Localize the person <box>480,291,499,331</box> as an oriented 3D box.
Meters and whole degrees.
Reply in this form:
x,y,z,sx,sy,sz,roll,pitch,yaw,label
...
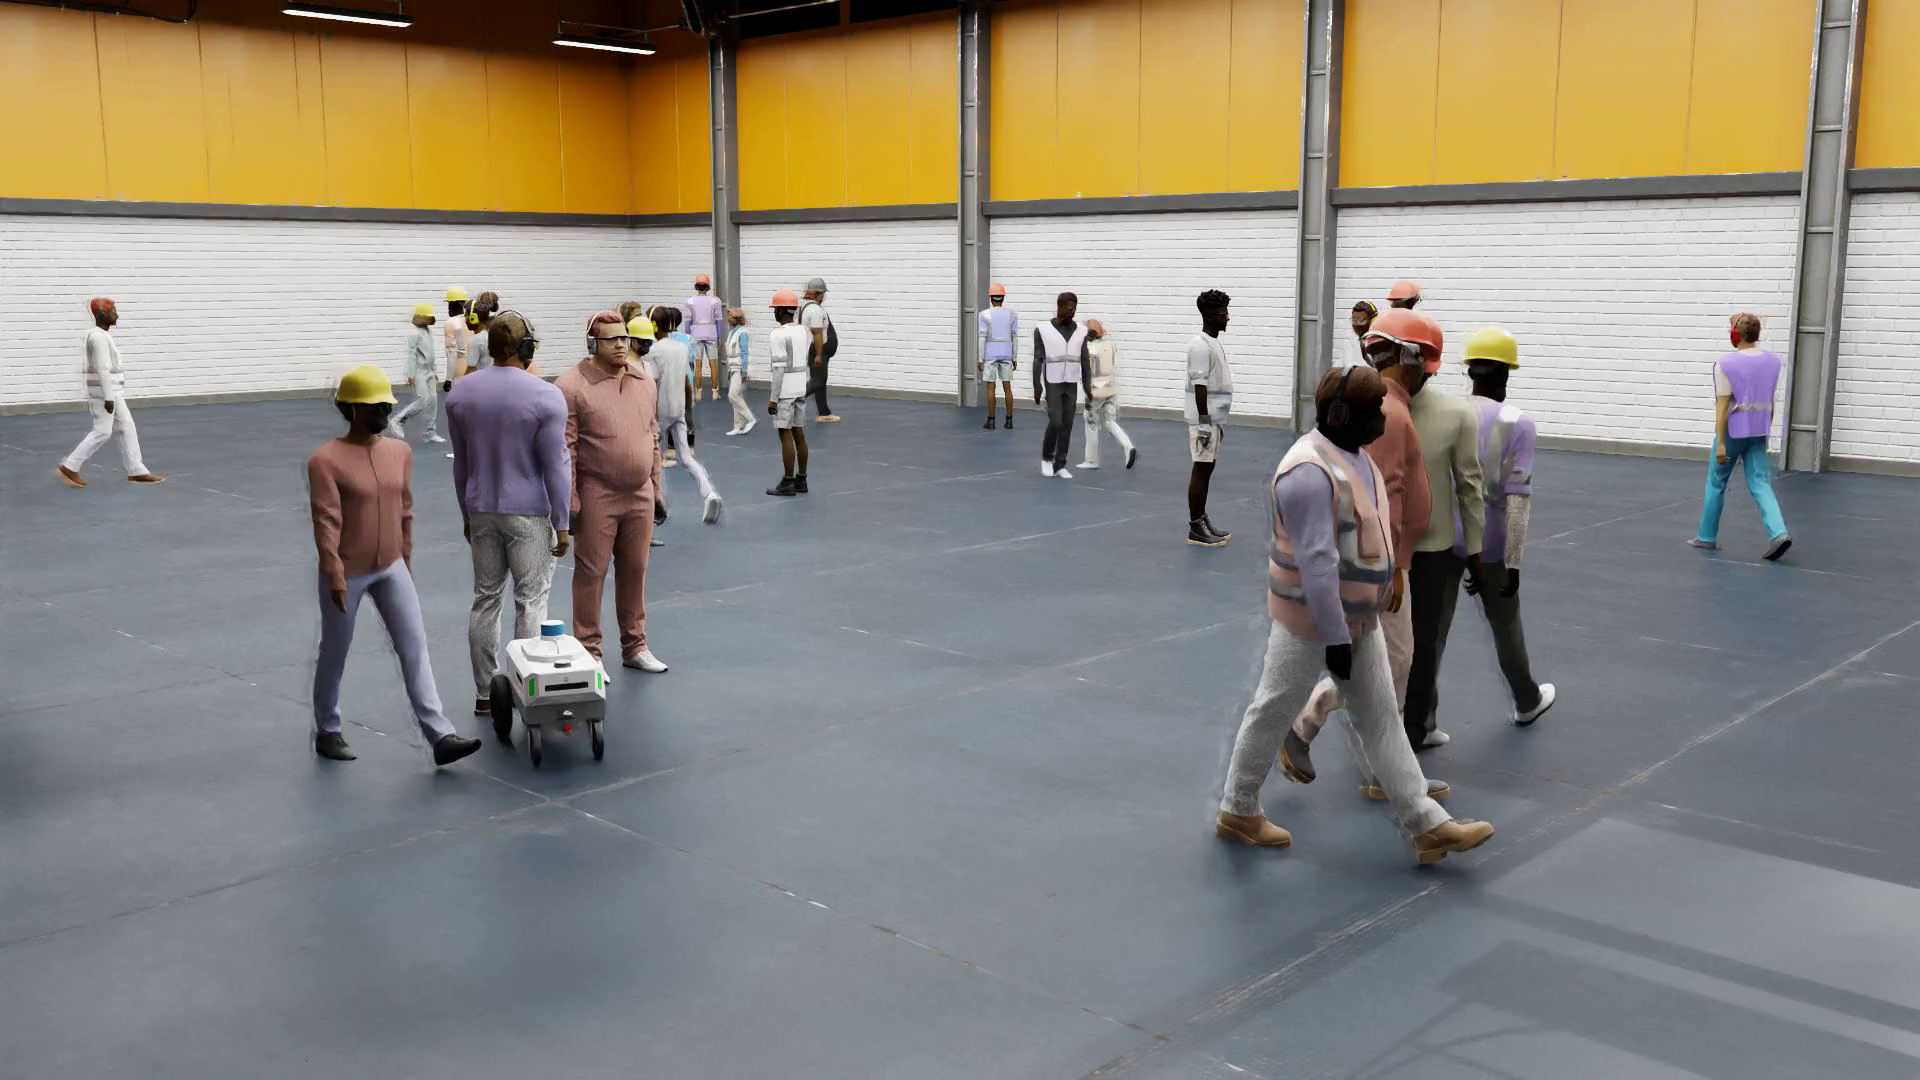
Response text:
x,y,z,sx,sy,sz,roll,pitch,yaw,label
-6.295,-2.466,22.641,0.901,1.802,0.659,-8,12,-40,person

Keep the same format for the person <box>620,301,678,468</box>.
x,y,z,sx,sy,sz,roll,pitch,yaw,label
-3.556,-1.639,17.651,0.993,1.800,0.523,-1,9,-3,person

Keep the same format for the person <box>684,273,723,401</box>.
x,y,z,sx,sy,sz,roll,pitch,yaw,label
-4.126,-3.259,26.786,0.605,2.045,0.387,-1,9,-7,person

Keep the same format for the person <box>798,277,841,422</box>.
x,y,z,sx,sy,sz,roll,pitch,yaw,label
-2.057,-2.615,22.846,0.809,2.000,0.687,-3,10,-19,person

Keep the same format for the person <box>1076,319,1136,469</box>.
x,y,z,sx,sy,sz,roll,pitch,yaw,label
1.524,-1.512,17.409,0.693,1.604,0.547,9,13,44,person

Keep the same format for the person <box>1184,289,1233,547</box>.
x,y,z,sx,sy,sz,roll,pitch,yaw,label
1.918,-0.942,12.816,0.367,1.966,0.605,3,10,16,person

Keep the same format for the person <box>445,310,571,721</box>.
x,y,z,sx,sy,sz,roll,pitch,yaw,label
-2.107,-0.107,7.831,0.623,1.932,0.369,3,10,17,person

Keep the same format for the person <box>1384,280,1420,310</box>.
x,y,z,sx,sy,sz,roll,pitch,yaw,label
4.315,-1.482,15.986,0.904,2.020,0.617,8,12,41,person

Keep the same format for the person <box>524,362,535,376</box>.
x,y,z,sx,sy,sz,roll,pitch,yaw,label
-3.733,-0.995,14.128,0.636,1.685,0.540,1,9,5,person

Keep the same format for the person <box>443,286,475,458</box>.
x,y,z,sx,sy,sz,roll,pitch,yaw,label
-5.590,-1.877,18.664,0.373,1.928,0.584,3,10,19,person

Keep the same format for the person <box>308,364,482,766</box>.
x,y,z,sx,sy,sz,roll,pitch,yaw,label
-2.455,0.129,7.014,0.927,1.718,0.550,6,11,34,person

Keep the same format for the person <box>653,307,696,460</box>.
x,y,z,sx,sy,sz,roll,pitch,yaw,label
-3.168,-1.732,18.480,0.535,1.697,0.322,-8,12,-40,person

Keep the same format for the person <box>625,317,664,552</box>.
x,y,z,sx,sy,sz,roll,pitch,yaw,label
-2.416,-0.793,12.525,0.329,1.764,0.524,2,9,12,person

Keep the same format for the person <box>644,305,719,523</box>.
x,y,z,sx,sy,sz,roll,pitch,yaw,label
-2.385,-1.045,13.907,0.907,1.828,0.521,7,12,38,person

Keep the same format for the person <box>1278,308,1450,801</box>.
x,y,z,sx,sy,sz,roll,pitch,yaw,label
1.636,0.065,6.639,0.628,1.964,0.647,2,10,13,person

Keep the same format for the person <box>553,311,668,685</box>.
x,y,z,sx,sy,sz,roll,pitch,yaw,label
-1.783,-0.222,8.585,0.409,1.907,0.651,9,13,42,person

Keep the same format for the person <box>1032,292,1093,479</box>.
x,y,z,sx,sy,sz,roll,pitch,yaw,label
1.030,-1.553,16.807,0.591,1.891,0.462,-4,10,-25,person

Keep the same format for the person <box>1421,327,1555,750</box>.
x,y,z,sx,sy,sz,roll,pitch,yaw,label
2.326,-0.018,7.478,0.590,1.860,1.033,9,13,43,person

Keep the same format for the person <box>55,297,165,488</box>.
x,y,z,sx,sy,sz,roll,pitch,yaw,label
-8.336,-1.430,16.170,0.905,1.854,0.590,-4,10,-21,person

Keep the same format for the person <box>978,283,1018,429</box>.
x,y,z,sx,sy,sz,roll,pitch,yaw,label
0.492,-2.433,22.051,0.551,1.932,0.377,-3,10,-15,person

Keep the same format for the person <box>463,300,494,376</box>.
x,y,z,sx,sy,sz,roll,pitch,yaw,label
-4.344,-1.220,14.924,0.760,1.842,0.542,1,9,5,person

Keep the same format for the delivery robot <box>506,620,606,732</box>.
x,y,z,sx,sy,sz,roll,pitch,yaw,label
-1.804,0.600,7.389,0.477,0.478,0.707,-4,10,-22,delivery robot

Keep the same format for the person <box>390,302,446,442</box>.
x,y,z,sx,sy,sz,roll,pitch,yaw,label
-6.600,-2.033,20.251,0.549,1.721,0.509,1,9,9,person

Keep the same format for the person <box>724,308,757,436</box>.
x,y,z,sx,sy,sz,roll,pitch,yaw,label
-2.831,-2.128,21.097,0.366,1.627,0.537,-4,10,-25,person

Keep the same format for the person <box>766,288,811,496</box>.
x,y,z,sx,sy,sz,roll,pitch,yaw,label
-1.624,-1.380,15.590,0.354,1.939,0.544,4,10,26,person

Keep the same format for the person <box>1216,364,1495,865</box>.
x,y,z,sx,sy,sz,roll,pitch,yaw,label
1.361,0.279,5.887,1.024,1.782,0.630,7,12,37,person

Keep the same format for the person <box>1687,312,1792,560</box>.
x,y,z,sx,sy,sz,roll,pitch,yaw,label
5.795,-0.770,12.252,0.579,1.816,0.914,-2,10,-14,person

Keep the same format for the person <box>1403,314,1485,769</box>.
x,y,z,sx,sy,sz,roll,pitch,yaw,label
1.878,0.000,7.115,0.681,1.942,0.788,3,10,15,person

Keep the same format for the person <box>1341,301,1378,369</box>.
x,y,z,sx,sy,sz,roll,pitch,yaw,label
3.348,-1.046,13.805,0.329,1.858,0.506,-8,12,-41,person
